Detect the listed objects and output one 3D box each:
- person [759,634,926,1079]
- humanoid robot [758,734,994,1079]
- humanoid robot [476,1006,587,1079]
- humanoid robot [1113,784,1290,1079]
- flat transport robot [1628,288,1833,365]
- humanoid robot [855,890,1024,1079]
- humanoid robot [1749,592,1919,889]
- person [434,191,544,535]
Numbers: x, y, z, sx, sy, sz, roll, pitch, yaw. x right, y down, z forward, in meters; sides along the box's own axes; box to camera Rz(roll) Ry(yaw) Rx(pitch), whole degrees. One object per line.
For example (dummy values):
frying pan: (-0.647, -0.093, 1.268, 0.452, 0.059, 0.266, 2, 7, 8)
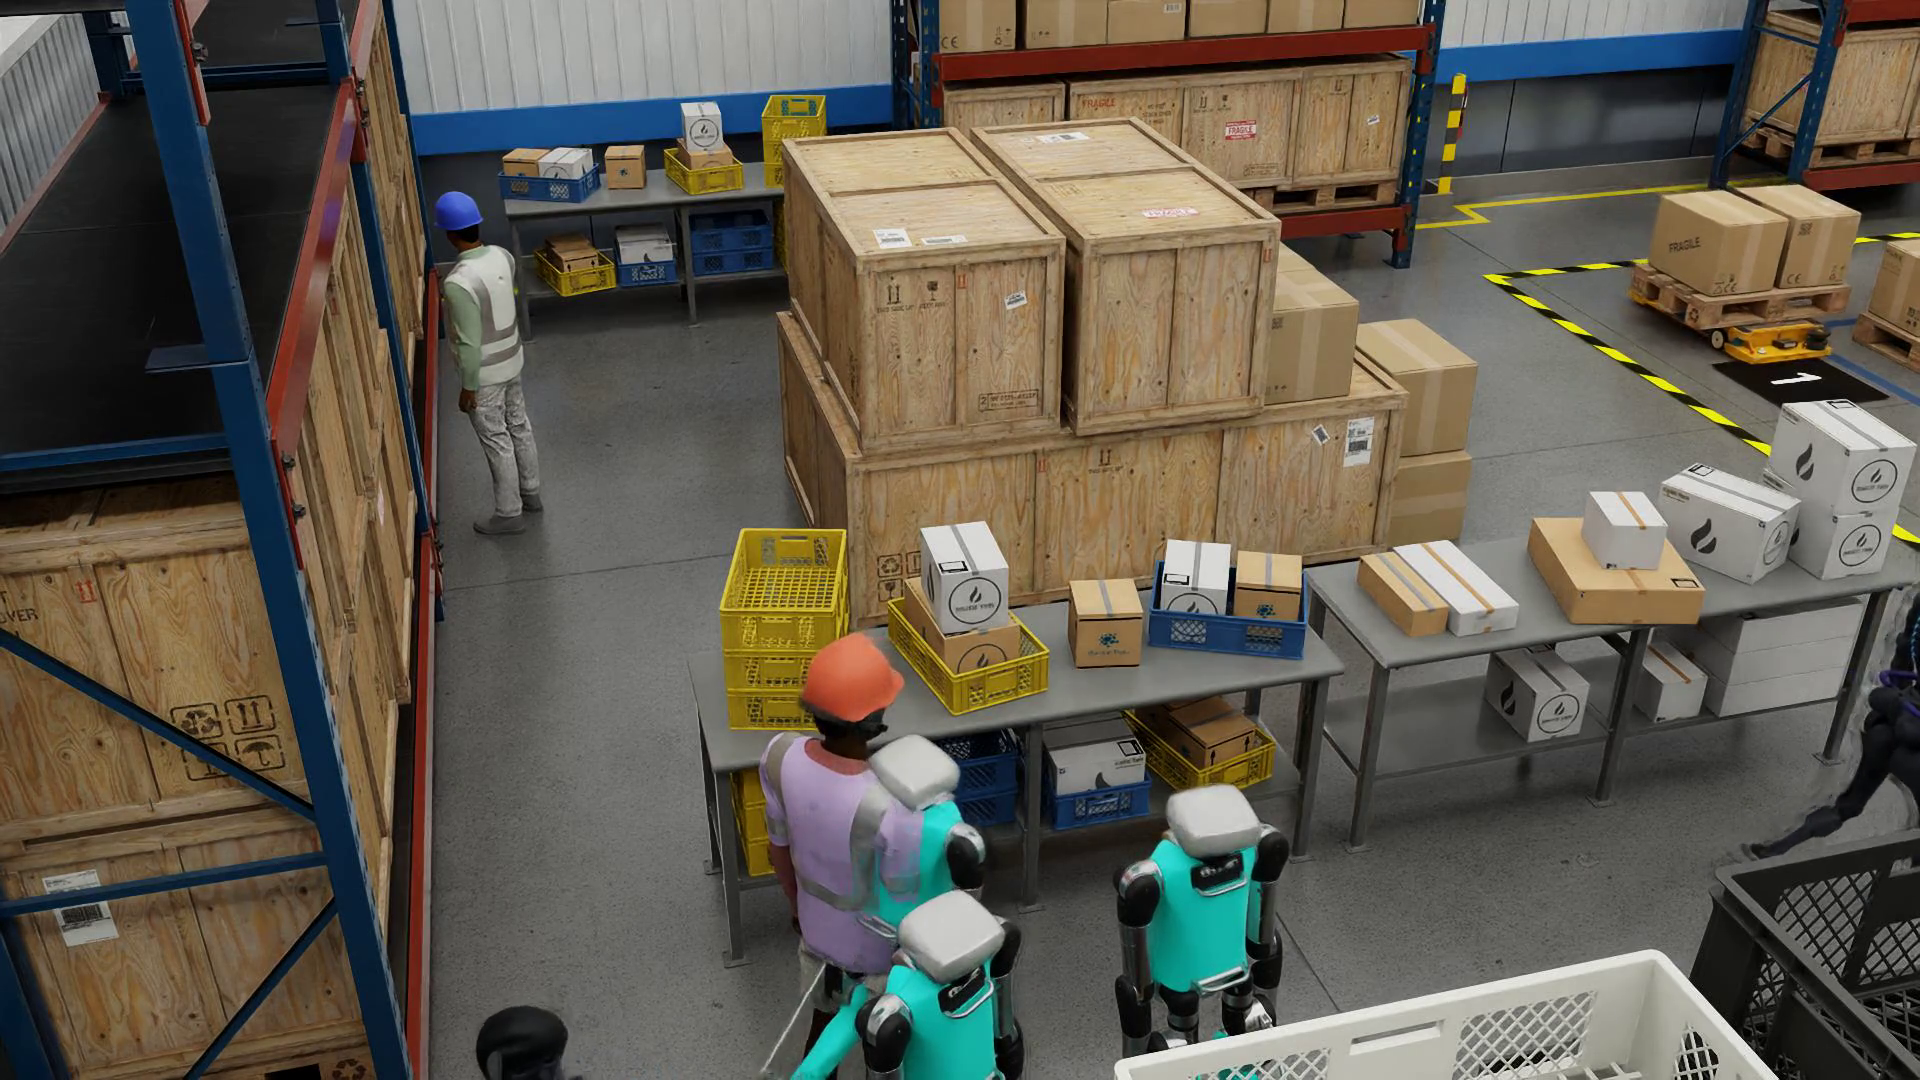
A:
person: (-0.309, 1.184, 5.129, 0.605, 2.047, 0.366, 20, 35, 32)
humanoid robot: (-0.287, 1.449, 4.969, 0.544, 1.750, 0.951, 21, 35, 33)
humanoid robot: (-0.972, 1.859, 4.352, 0.787, 1.650, 0.600, -6, 29, -11)
humanoid robot: (0.779, 1.535, 4.703, 0.531, 1.690, 0.735, -13, 31, -22)
flat transport robot: (5.578, -1.648, 12.079, 0.652, 0.197, 1.431, -7, 30, -13)
humanoid robot: (0.123, 1.739, 4.394, 0.676, 1.756, 0.544, 23, 36, 35)
humanoid robot: (3.603, 0.717, 6.395, 0.742, 1.632, 0.600, 0, 29, 0)
person: (-2.592, -0.951, 9.108, 0.398, 1.941, 0.614, 5, 29, 10)
